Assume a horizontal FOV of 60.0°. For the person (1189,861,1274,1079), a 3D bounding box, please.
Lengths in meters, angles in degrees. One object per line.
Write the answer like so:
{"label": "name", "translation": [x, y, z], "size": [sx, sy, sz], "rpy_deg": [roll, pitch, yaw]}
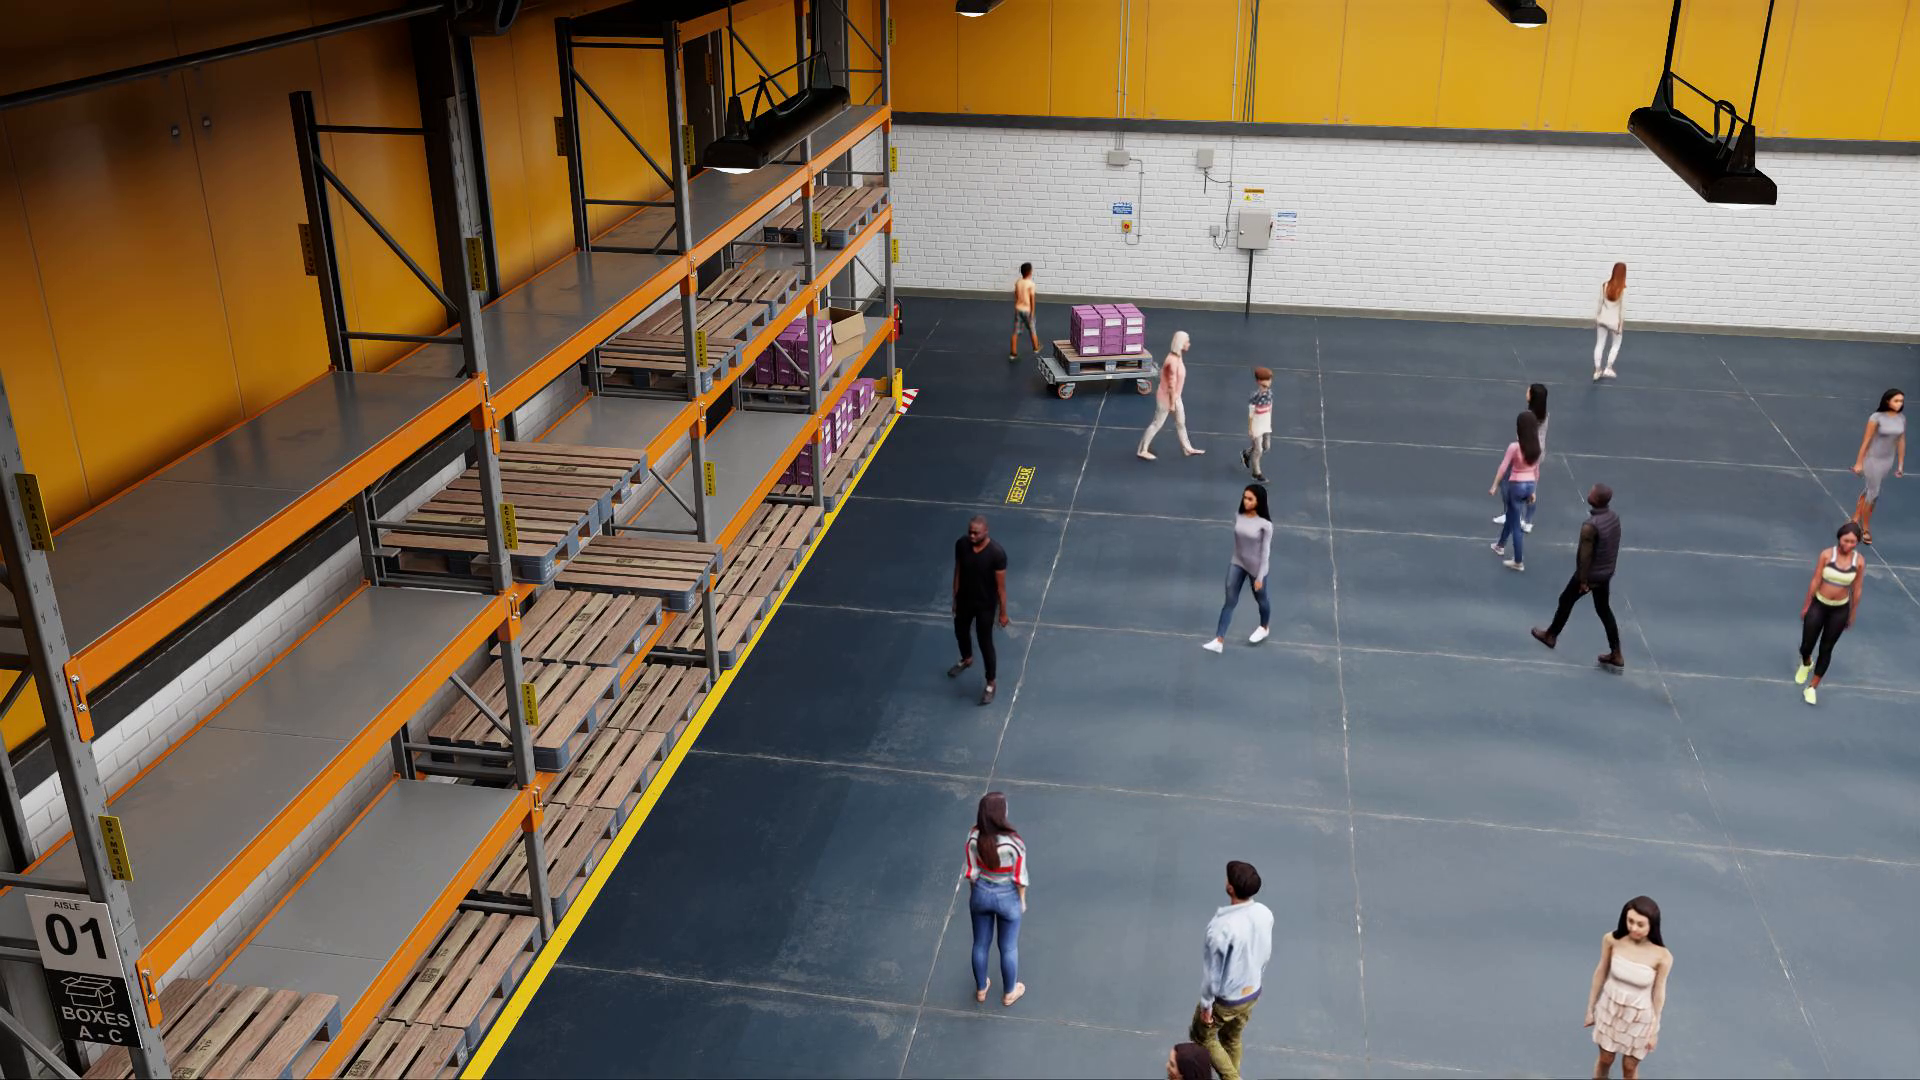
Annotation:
{"label": "person", "translation": [1.700, 2.796, 10.130], "size": [0.895, 1.798, 0.955], "rpy_deg": [-16, 28, -32]}

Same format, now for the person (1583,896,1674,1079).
{"label": "person", "translation": [4.023, 2.880, 10.017], "size": [0.653, 1.735, 0.660], "rpy_deg": [17, 29, 34]}

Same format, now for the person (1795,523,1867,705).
{"label": "person", "translation": [7.920, 0.620, 15.171], "size": [0.686, 1.747, 0.799], "rpy_deg": [11, 26, 23]}

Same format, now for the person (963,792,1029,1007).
{"label": "person", "translation": [0.238, 2.418, 11.227], "size": [0.617, 1.612, 0.555], "rpy_deg": [8, 25, 18]}

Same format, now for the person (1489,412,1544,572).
{"label": "person", "translation": [6.033, -0.495, 17.752], "size": [0.853, 1.722, 0.972], "rpy_deg": [-11, 26, -24]}

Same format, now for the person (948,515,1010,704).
{"label": "person", "translation": [0.179, 0.583, 15.185], "size": [0.990, 1.804, 0.954], "rpy_deg": [14, 27, 29]}

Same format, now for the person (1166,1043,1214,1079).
{"label": "person", "translation": [1.272, 3.384, 9.000], "size": [0.661, 1.625, 0.479], "rpy_deg": [3, 24, 8]}

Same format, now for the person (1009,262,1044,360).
{"label": "person", "translation": [0.917, -3.368, 24.696], "size": [0.782, 1.426, 1.053], "rpy_deg": [13, 27, 28]}

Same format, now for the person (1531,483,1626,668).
{"label": "person", "translation": [6.056, 0.363, 15.704], "size": [1.221, 1.790, 1.270], "rpy_deg": [-17, 29, -33]}

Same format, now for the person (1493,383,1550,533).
{"label": "person", "translation": [6.436, -0.894, 18.671], "size": [0.809, 1.718, 0.862], "rpy_deg": [-13, 27, -27]}

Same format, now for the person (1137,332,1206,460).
{"label": "person", "translation": [2.538, -1.778, 20.759], "size": [0.722, 1.664, 1.025], "rpy_deg": [6, 24, 14]}

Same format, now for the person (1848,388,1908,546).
{"label": "person", "translation": [10.165, -0.864, 18.544], "size": [0.738, 1.765, 0.835], "rpy_deg": [-3, 24, -7]}

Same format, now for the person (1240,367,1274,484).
{"label": "person", "translation": [3.610, -1.427, 20.254], "size": [0.803, 1.425, 0.849], "rpy_deg": [-17, 29, -34]}

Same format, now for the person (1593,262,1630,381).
{"label": "person", "translation": [9.233, -3.096, 23.740], "size": [0.698, 1.693, 0.732], "rpy_deg": [19, 30, 37]}

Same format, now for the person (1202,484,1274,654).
{"label": "person", "translation": [2.866, 0.270, 16.047], "size": [1.217, 1.687, 1.067], "rpy_deg": [-21, 31, -39]}
